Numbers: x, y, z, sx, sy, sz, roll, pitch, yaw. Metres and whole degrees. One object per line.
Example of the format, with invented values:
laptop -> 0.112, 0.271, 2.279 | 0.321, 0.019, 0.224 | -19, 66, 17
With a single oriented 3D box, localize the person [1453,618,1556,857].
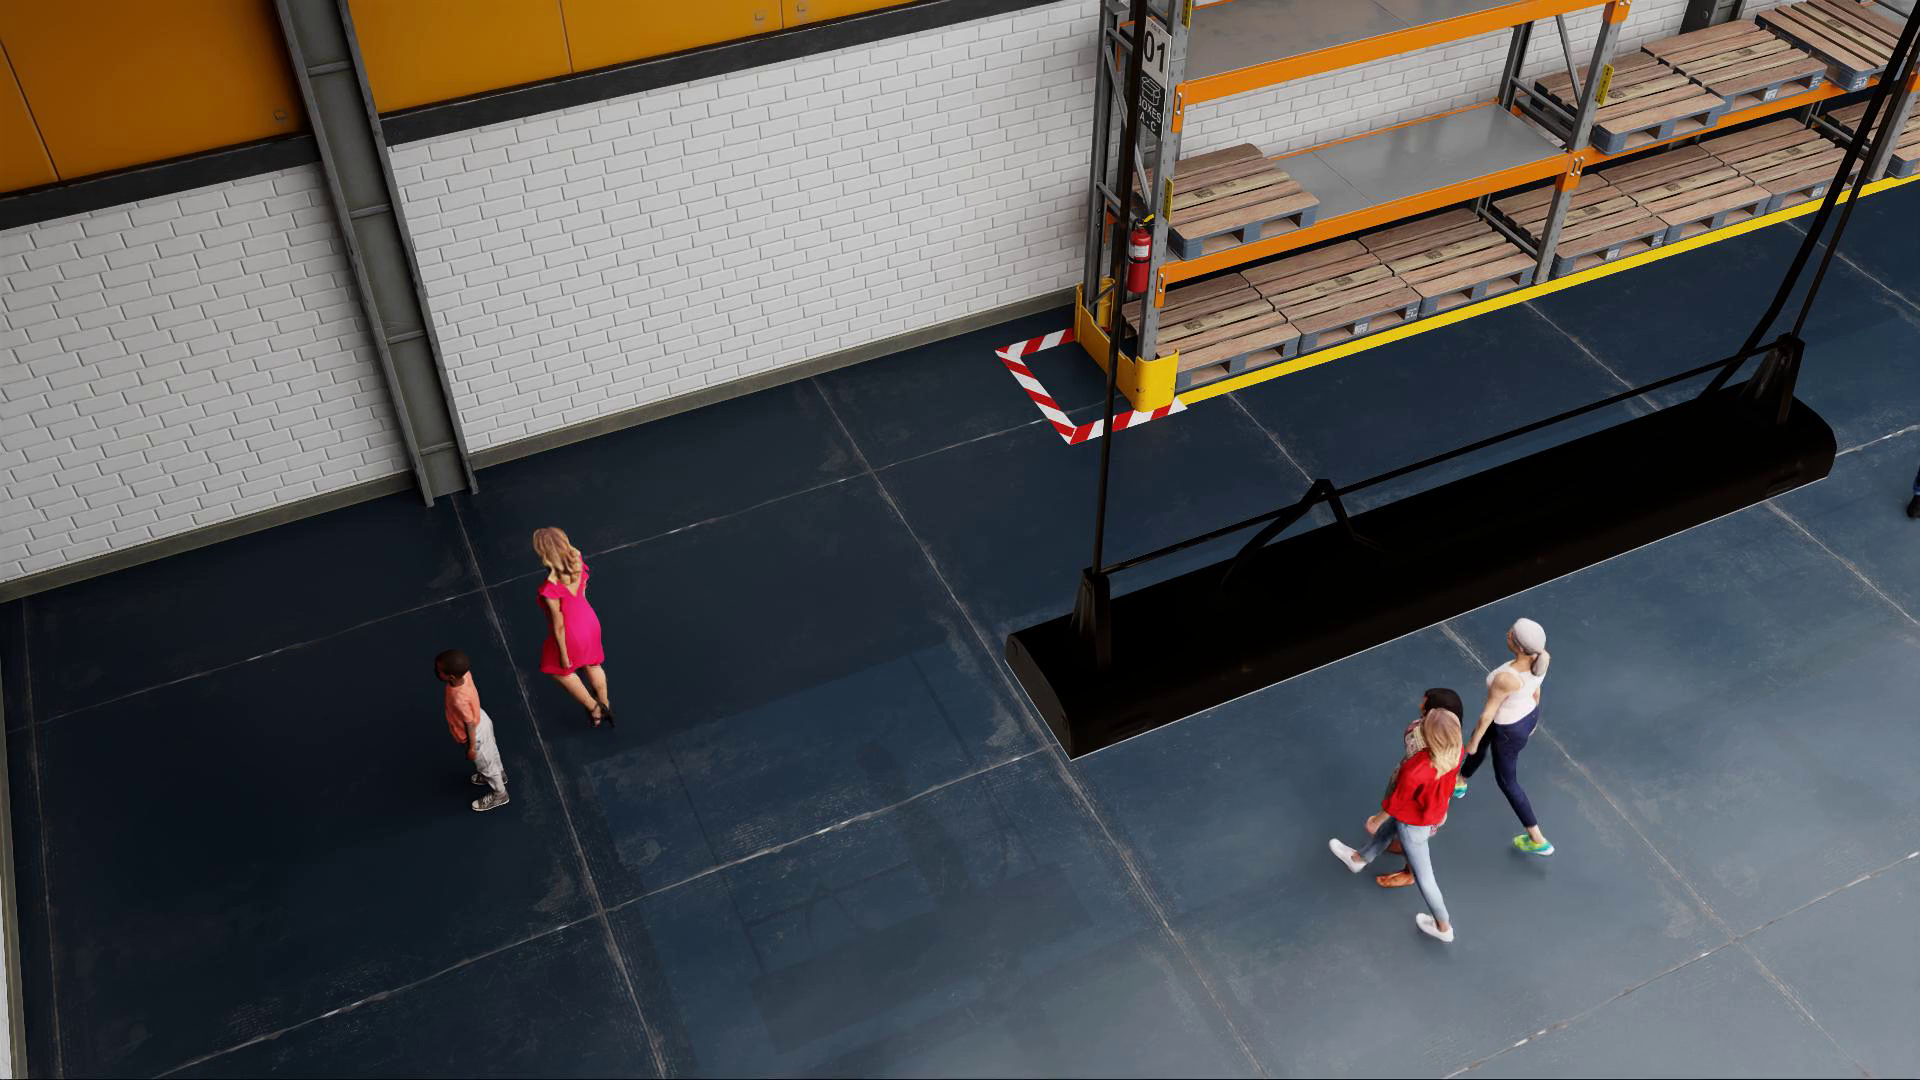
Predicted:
person -> 3.295, 1.186, 9.791 | 1.159, 1.662, 0.888 | -31, 51, -28

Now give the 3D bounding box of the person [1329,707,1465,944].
person -> 2.614, 1.625, 9.330 | 1.160, 1.661, 0.944 | -33, 53, -30

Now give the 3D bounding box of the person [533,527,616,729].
person -> -2.321, 0.605, 10.361 | 0.778, 1.716, 0.717 | 14, 45, 14

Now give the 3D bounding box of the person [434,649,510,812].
person -> -2.955, 1.134, 10.100 | 0.521, 1.310, 0.534 | -8, 44, -8

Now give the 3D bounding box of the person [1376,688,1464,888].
person -> 2.665, 1.405, 9.574 | 0.701, 1.642, 0.724 | 2, 44, 2
